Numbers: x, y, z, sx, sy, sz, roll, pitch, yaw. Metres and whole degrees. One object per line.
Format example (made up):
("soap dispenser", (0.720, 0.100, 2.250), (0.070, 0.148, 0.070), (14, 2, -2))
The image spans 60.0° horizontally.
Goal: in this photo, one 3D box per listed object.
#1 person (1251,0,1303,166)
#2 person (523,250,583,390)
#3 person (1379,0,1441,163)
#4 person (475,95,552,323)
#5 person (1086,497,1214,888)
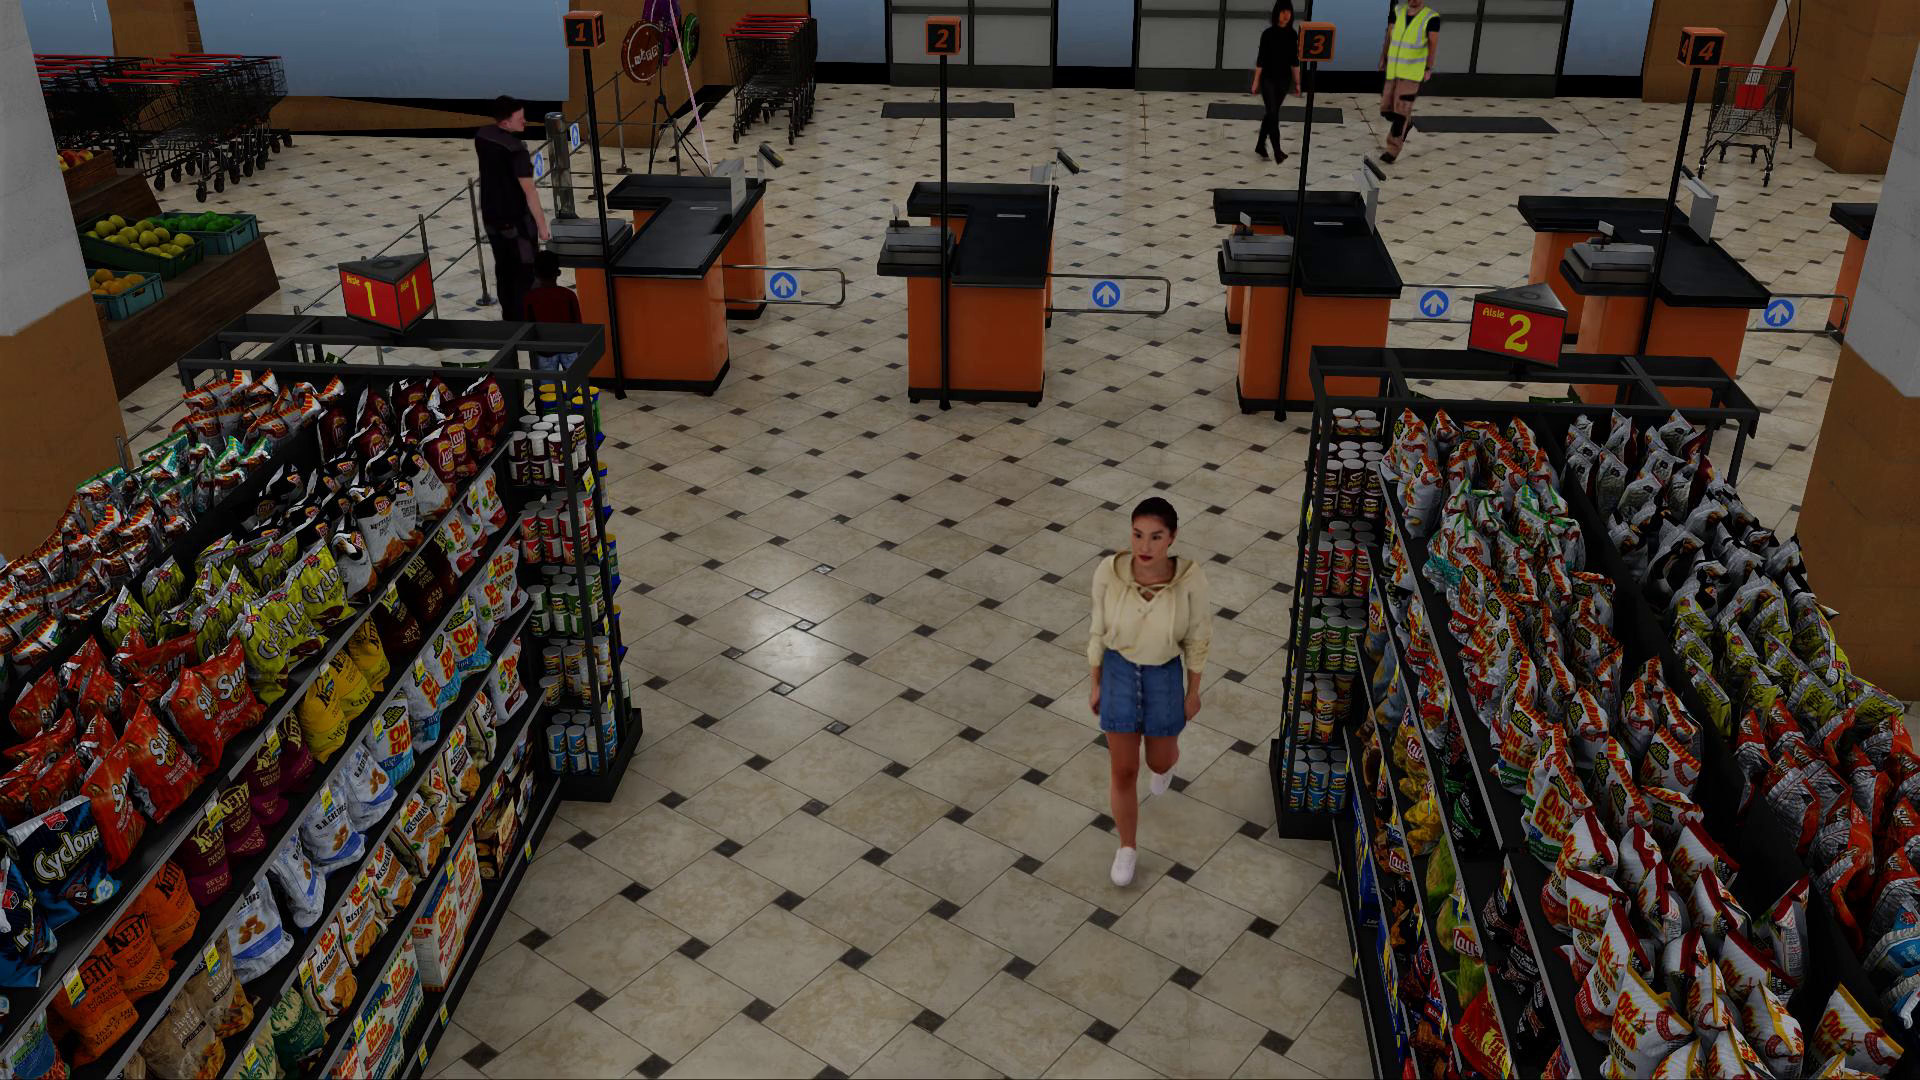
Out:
("person", (3.163, -4.646, 16.856), (0.869, 1.610, 1.136), (-8, 28, -15))
("person", (-2.533, -1.206, 10.467), (0.565, 1.253, 0.587), (-9, 28, -17))
("person", (4.541, -4.769, 16.868), (1.139, 1.818, 1.048), (-22, 34, -37))
("person", (-3.279, -2.326, 12.049), (0.917, 1.820, 0.914), (11, 29, 21))
("person", (0.744, 0.551, 6.601), (0.743, 1.616, 0.993), (7, 28, 14))
